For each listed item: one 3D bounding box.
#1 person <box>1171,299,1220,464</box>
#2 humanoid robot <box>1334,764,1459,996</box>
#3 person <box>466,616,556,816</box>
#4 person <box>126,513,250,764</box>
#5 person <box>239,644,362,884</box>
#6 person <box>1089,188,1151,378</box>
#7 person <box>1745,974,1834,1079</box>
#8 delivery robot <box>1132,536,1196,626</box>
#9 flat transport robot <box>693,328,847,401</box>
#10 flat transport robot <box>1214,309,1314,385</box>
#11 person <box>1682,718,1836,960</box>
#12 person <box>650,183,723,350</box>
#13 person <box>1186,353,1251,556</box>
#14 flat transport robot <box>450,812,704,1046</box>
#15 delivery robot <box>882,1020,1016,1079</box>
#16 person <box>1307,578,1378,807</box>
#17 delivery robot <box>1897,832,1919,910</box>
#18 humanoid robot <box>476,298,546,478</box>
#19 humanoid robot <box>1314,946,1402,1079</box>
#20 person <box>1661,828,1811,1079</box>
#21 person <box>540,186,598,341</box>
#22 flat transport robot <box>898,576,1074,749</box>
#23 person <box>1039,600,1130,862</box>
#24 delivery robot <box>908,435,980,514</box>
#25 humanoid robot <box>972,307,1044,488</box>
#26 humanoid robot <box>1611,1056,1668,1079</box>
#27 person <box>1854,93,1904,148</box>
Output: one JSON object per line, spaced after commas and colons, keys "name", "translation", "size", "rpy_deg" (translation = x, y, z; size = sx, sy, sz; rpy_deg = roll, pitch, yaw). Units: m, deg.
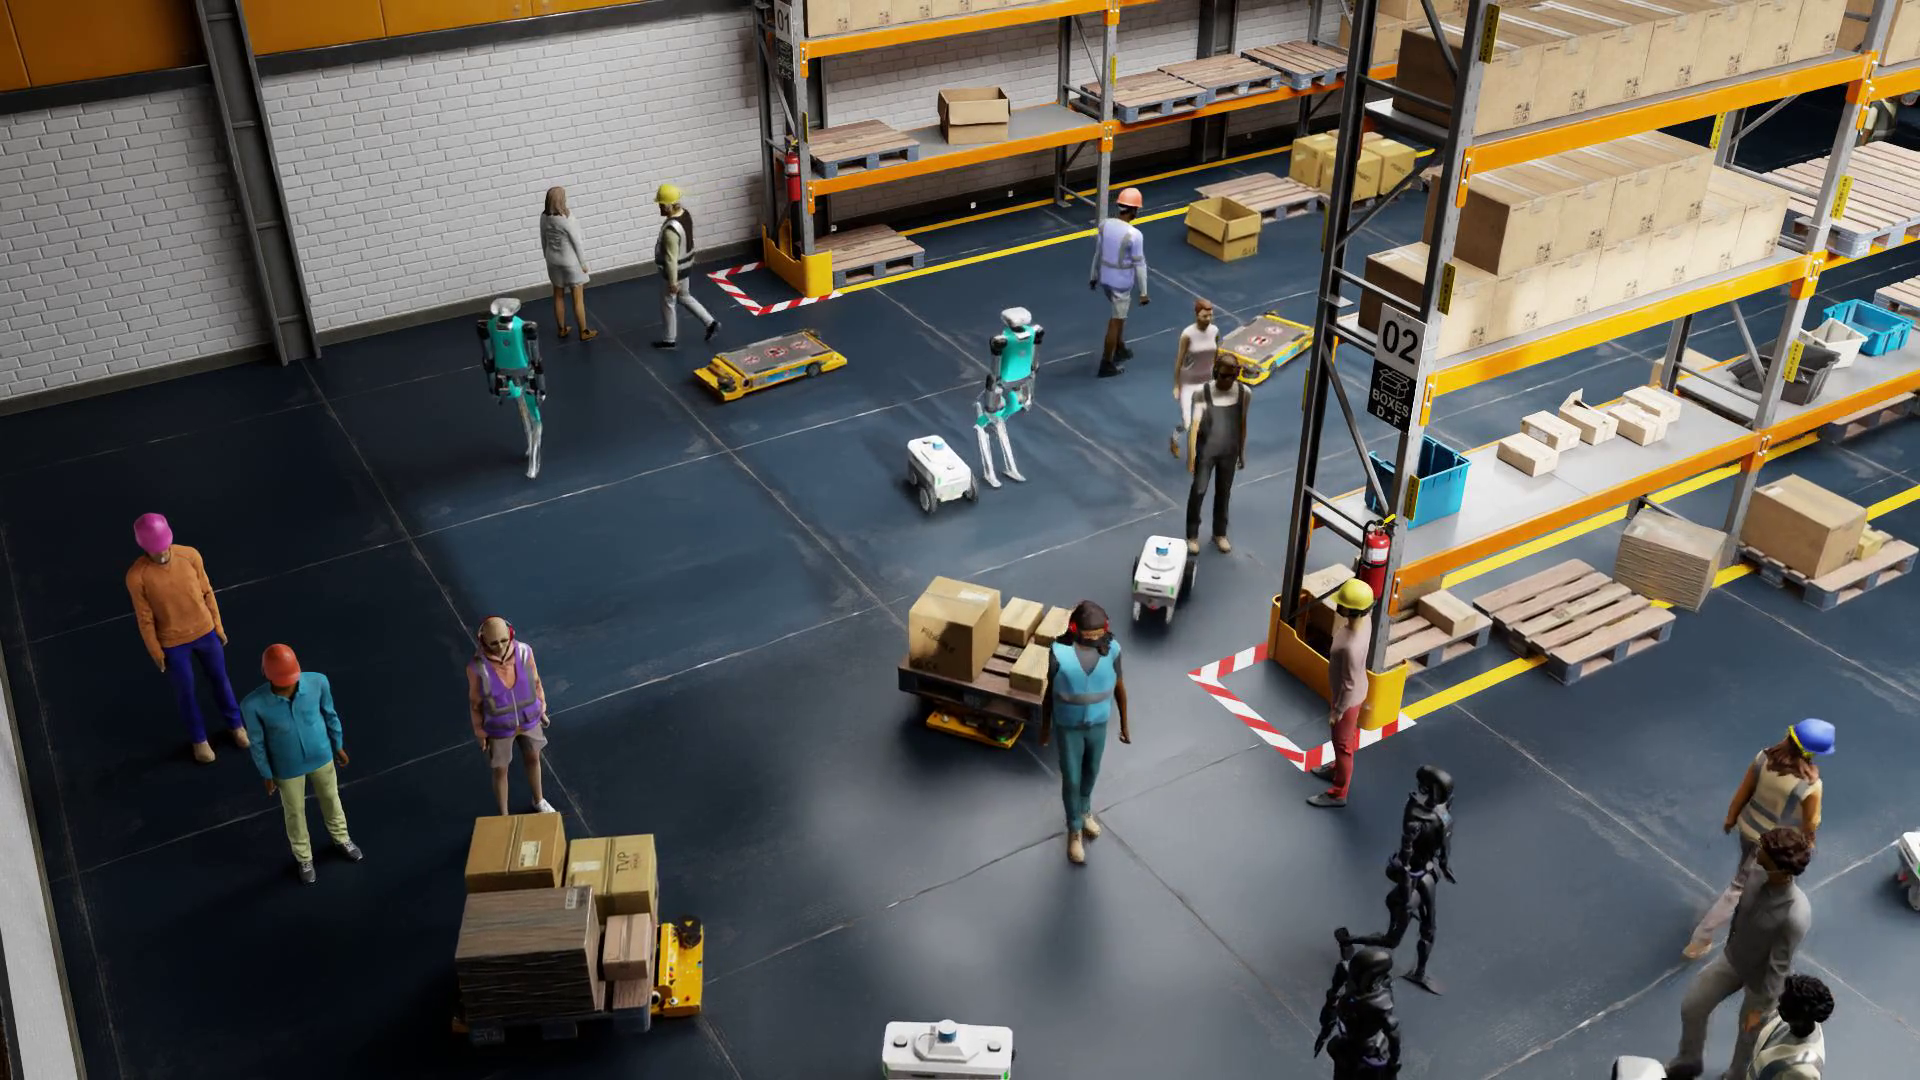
{"name": "person", "translation": [2.145, -1.398, 15.004], "size": [0.478, 1.644, 0.378], "rpy_deg": [-12, 34, -18]}
{"name": "humanoid robot", "translation": [2.615, 1.934, 9.693], "size": [0.624, 1.641, 0.583], "rpy_deg": [24, 39, 33]}
{"name": "person", "translation": [-2.916, 1.202, 10.825], "size": [0.491, 1.693, 0.342], "rpy_deg": [-20, 37, -29]}
{"name": "person", "translation": [-5.331, 0.655, 11.440], "size": [0.516, 1.974, 0.397], "rpy_deg": [-27, 41, -36]}
{"name": "person", "translation": [-4.149, 1.378, 10.496], "size": [0.558, 1.743, 0.332], "rpy_deg": [-24, 39, -33]}
{"name": "person", "translation": [1.624, -2.595, 16.697], "size": [0.755, 1.885, 0.682], "rpy_deg": [-24, 39, -33]}
{"name": "person", "translation": [4.045, 2.801, 8.278], "size": [0.320, 1.692, 0.532], "rpy_deg": [10, 33, 15]}
{"name": "delivery robot", "translation": [1.615, 0.284, 13.379], "size": [0.499, 0.614, 0.812], "rpy_deg": [8, 33, 13]}
{"name": "flat transport robot", "translation": [-1.931, -1.794, 16.945], "size": [1.431, 0.231, 0.659], "rpy_deg": [-21, 38, -29]}
{"name": "flat transport robot", "translation": [3.143, -2.009, 17.288], "size": [0.659, 0.231, 1.431], "rpy_deg": [23, 39, 32]}
{"name": "person", "translation": [4.798, 1.758, 9.925], "size": [0.904, 1.716, 0.454], "rpy_deg": [-13, 34, -20]}
{"name": "person", "translation": [-2.877, -2.802, 17.095], "size": [0.710, 1.807, 0.603], "rpy_deg": [6, 33, 9]}
{"name": "person", "translation": [2.118, -0.718, 13.747], "size": [0.512, 1.842, 0.329], "rpy_deg": [-5, 32, -8]}
{"name": "flat transport robot", "translation": [-2.267, 2.593, 9.949], "size": [1.431, 0.231, 0.659], "rpy_deg": [-3, 32, -5]}
{"name": "delivery robot", "translation": [-0.046, 2.904, 9.198], "size": [0.809, 0.611, 0.499], "rpy_deg": [2, 32, 3]}
{"name": "person", "translation": [2.545, 1.010, 11.062], "size": [0.316, 1.769, 0.522], "rpy_deg": [9, 33, 15]}
{"name": "delivery robot", "translation": [6.346, 2.068, 10.509], "size": [0.758, 0.586, 0.512], "rpy_deg": [2, 32, 3]}
{"name": "humanoid robot", "translation": [-3.947, -1.435, 14.973], "size": [0.541, 1.726, 0.984], "rpy_deg": [0, 32, 1]}
{"name": "humanoid robot", "translation": [2.065, 2.656, 8.515], "size": [0.383, 1.644, 0.593], "rpy_deg": [-14, 35, -20]}
{"name": "person", "translation": [4.165, 2.315, 8.876], "size": [0.672, 1.876, 0.561], "rpy_deg": [-8, 33, -13]}
{"name": "person", "translation": [-4.115, -2.891, 17.383], "size": [0.485, 1.659, 0.342], "rpy_deg": [11, 34, 18]}
{"name": "flat transport robot", "translation": [0.329, 1.019, 12.459], "size": [0.659, 0.231, 1.431], "rpy_deg": [13, 34, 20]}
{"name": "person", "translation": [0.809, 1.207, 10.669], "size": [0.582, 1.856, 0.538], "rpy_deg": [-6, 33, -10]}
{"name": "delivery robot", "translation": [-0.185, -0.620, 14.795], "size": [0.499, 0.586, 0.773], "rpy_deg": [-14, 35, -21]}
{"name": "humanoid robot", "translation": [0.350, -1.308, 14.748], "size": [0.536, 1.747, 0.695], "rpy_deg": [-20, 37, -29]}
{"name": "humanoid robot", "translation": [2.759, 3.109, 7.809], "size": [0.798, 1.844, 0.534], "rpy_deg": [3, 32, 5]}
{"name": "person", "translation": [11.019, -4.708, 20.119], "size": [0.561, 1.836, 0.379], "rpy_deg": [-20, 37, -29]}
